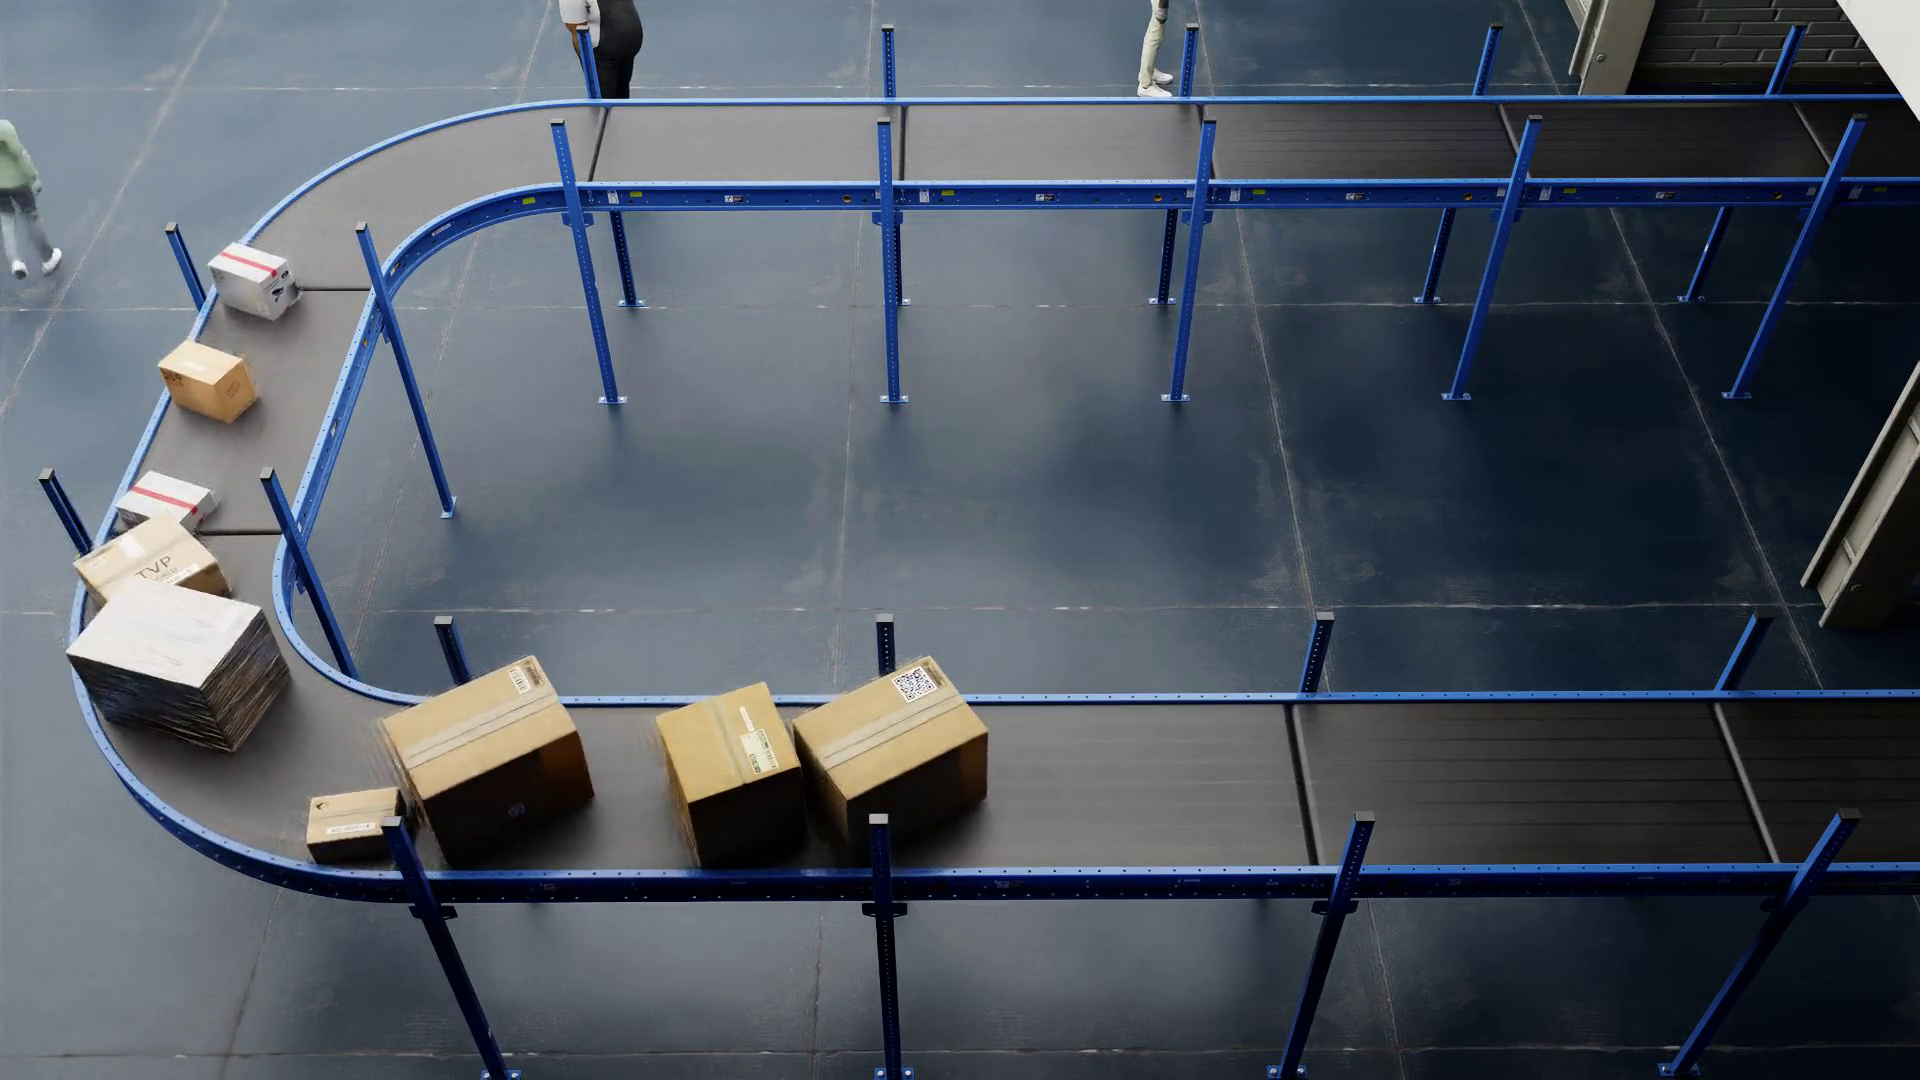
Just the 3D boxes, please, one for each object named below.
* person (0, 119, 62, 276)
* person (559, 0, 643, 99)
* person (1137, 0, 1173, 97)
[{"bbox_3d":[-7.027,-2.616,12.610,0.515,1.617,0.419,-4,47,-4],"label":"person"},{"bbox_3d":[-2.747,-3.886,13.540,0.538,2.000,0.684,15,49,13],"label":"person"},{"bbox_3d":[1.692,-4.554,14.259,0.312,1.865,0.514,4,47,4],"label":"person"}]
